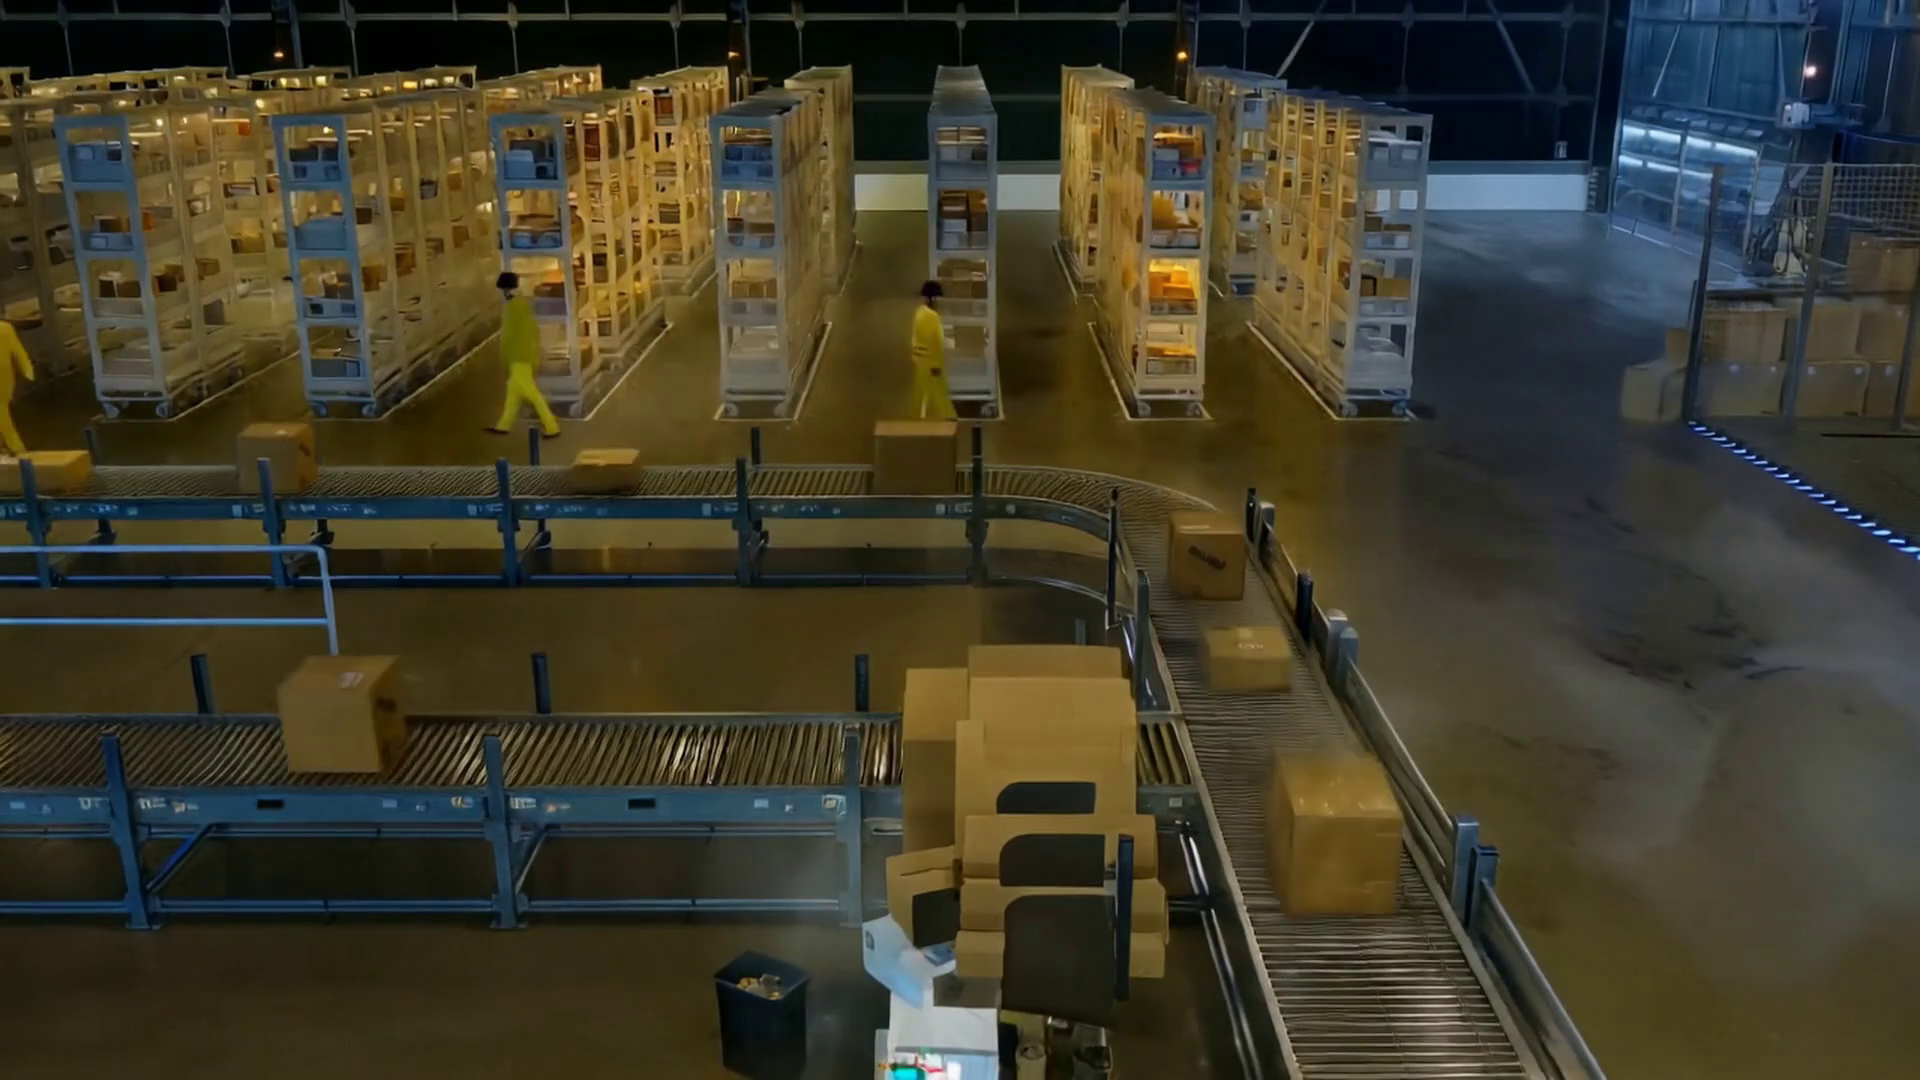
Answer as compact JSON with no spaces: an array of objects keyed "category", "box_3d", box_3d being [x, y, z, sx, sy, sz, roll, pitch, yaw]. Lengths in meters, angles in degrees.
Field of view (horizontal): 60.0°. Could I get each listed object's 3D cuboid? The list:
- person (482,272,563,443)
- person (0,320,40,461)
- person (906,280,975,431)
[{"category":"person","box_3d":[-4.998,-2.061,18.854,1.032,1.945,0.656,3,18,10]},{"category":"person","box_3d":[-10.311,-1.690,17.858,1.044,1.839,0.657,9,20,25]},{"category":"person","box_3d":[-0.237,-2.087,19.156,0.872,1.793,0.626,1,18,4]}]
